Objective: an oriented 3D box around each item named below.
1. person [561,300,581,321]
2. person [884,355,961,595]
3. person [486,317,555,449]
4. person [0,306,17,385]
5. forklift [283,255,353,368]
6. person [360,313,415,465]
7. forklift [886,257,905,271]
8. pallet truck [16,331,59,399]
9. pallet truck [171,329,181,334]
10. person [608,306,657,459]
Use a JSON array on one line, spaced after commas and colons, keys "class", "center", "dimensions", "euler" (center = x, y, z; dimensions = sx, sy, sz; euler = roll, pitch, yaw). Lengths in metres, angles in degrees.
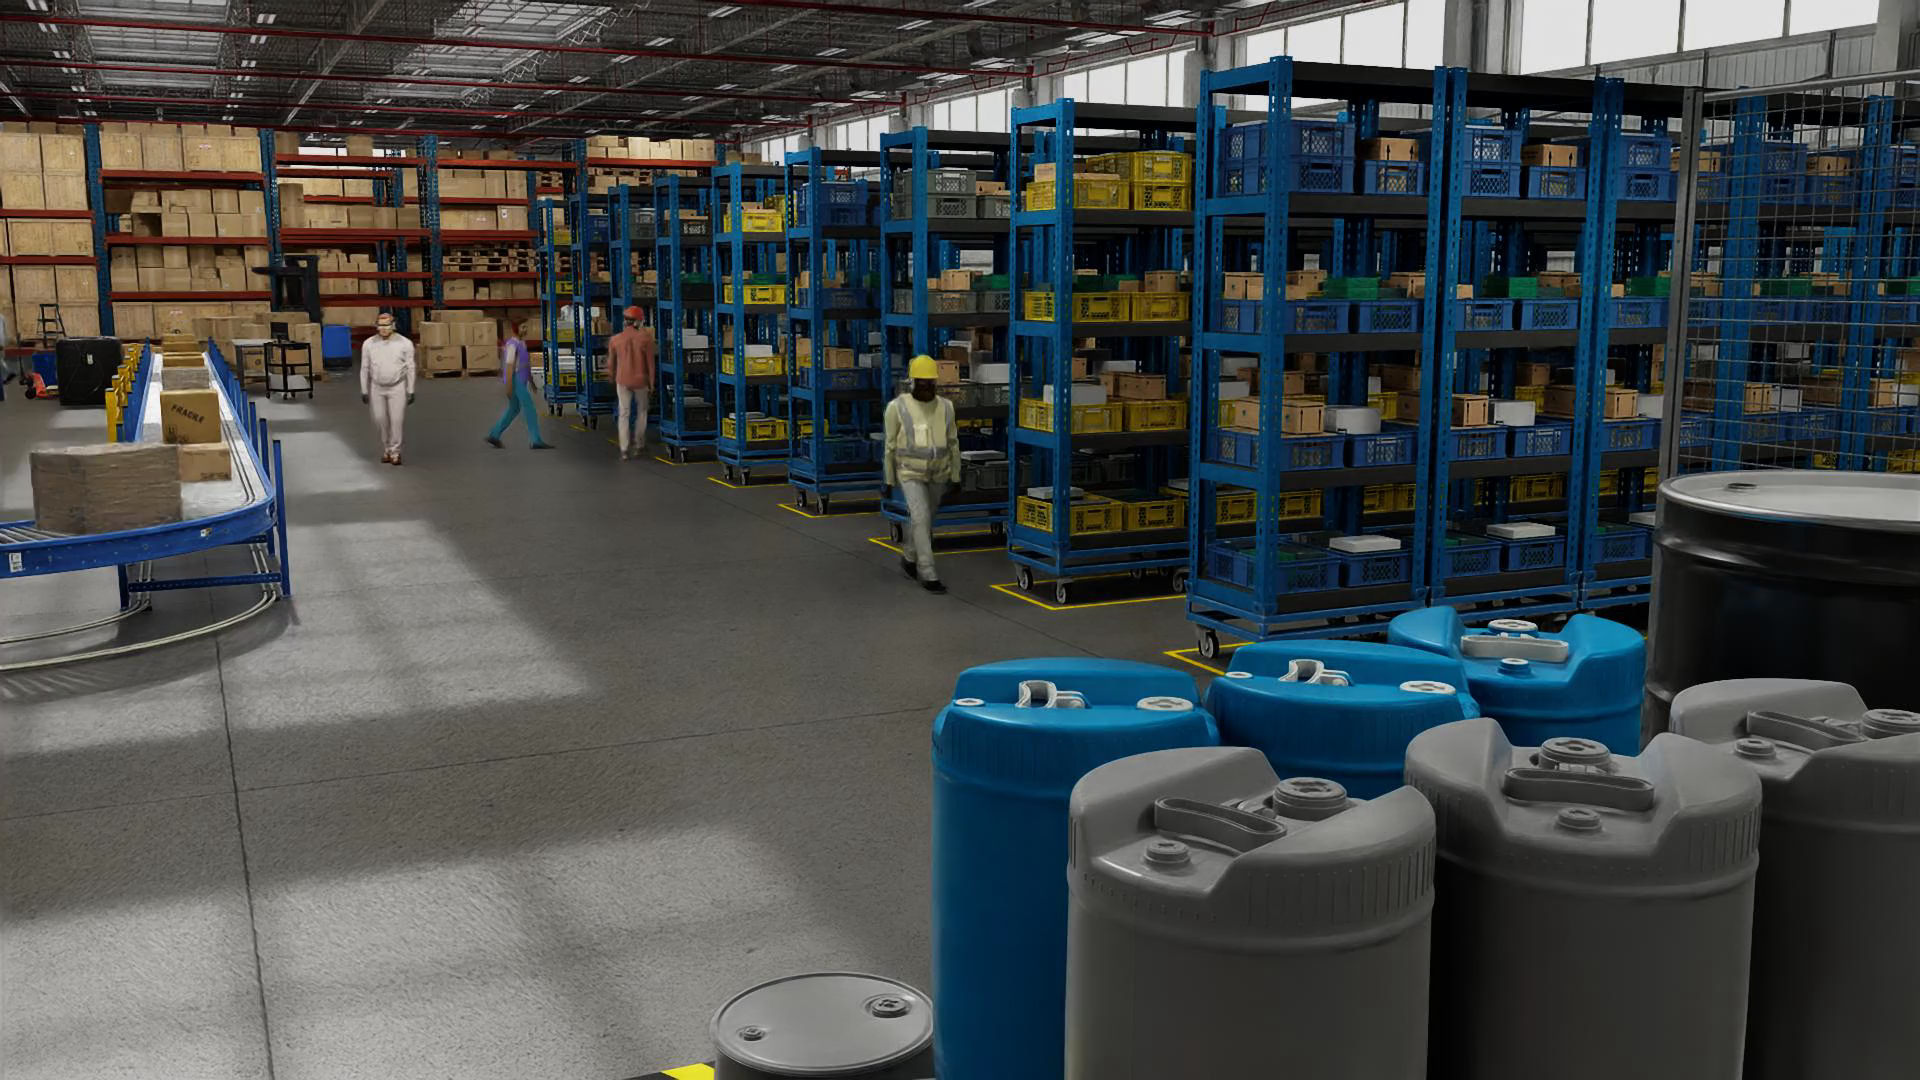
[{"class": "person", "center": [-9.422, -5.058, 40.410], "dimensions": [0.612, 1.936, 0.414], "euler": [2, 9, 13]}, {"class": "person", "center": [-0.302, -0.526, 12.714], "dimensions": [0.602, 1.799, 0.902], "euler": [-5, 10, -29]}, {"class": "person", "center": [-6.036, -2.126, 22.613], "dimensions": [0.913, 1.808, 0.567], "euler": [-1, 9, -4]}, {"class": "person", "center": [-20.475, -4.197, 35.405], "dimensions": [0.420, 1.823, 0.609], "euler": [-6, 11, -31]}, {"class": "forklift", "center": [-15.972, -5.555, 40.550], "dimensions": [1.129, 2.768, 1.873], "euler": [6, 11, 31]}, {"class": "person", "center": [-7.162, -1.883, 20.826], "dimensions": [0.651, 1.897, 0.512], "euler": [-2, 9, -9]}, {"class": "forklift", "center": [-1.900, -6.806, 48.315], "dimensions": [1.873, 2.768, 1.129], "euler": [-4, 10, -25]}, {"class": "pallet truck", "center": [-17.082, -3.353, 31.781], "dimensions": [1.630, 1.274, 0.653], "euler": [-4, 10, -25]}, {"class": "pallet truck", "center": [-17.275, -3.851, 35.096], "dimensions": [1.601, 1.201, 0.680], "euler": [0, 9, 1]}, {"class": "person", "center": [-4.237, -2.033, 21.514], "dimensions": [0.676, 1.956, 0.809], "euler": [0, 9, -1]}]
